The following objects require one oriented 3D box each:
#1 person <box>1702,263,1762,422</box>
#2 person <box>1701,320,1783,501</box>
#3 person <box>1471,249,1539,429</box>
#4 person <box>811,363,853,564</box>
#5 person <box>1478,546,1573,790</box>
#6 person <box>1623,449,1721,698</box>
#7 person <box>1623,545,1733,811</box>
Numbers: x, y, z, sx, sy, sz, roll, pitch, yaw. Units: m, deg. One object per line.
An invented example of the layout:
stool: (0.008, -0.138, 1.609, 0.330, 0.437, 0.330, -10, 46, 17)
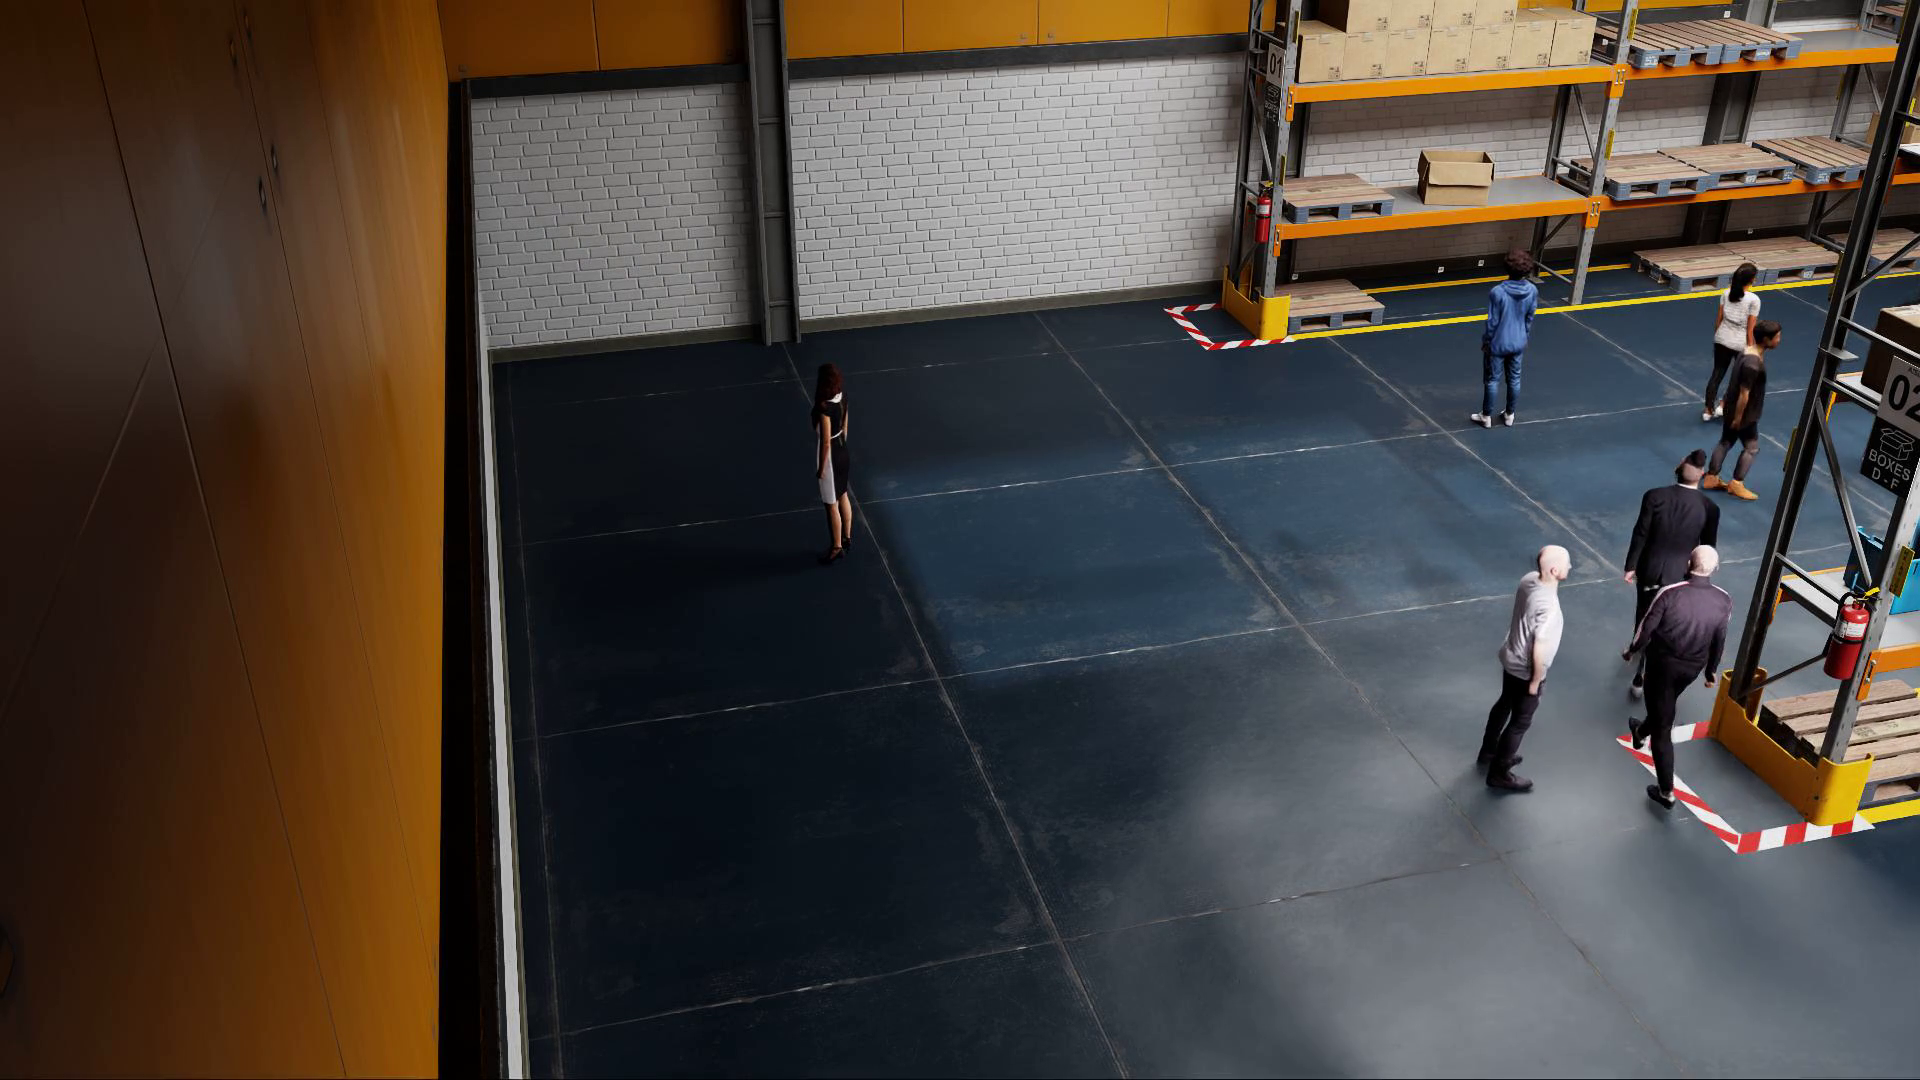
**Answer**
person: (7.574, -1.913, 16.418, 0.687, 1.630, 0.673, -19, 34, -31)
person: (6.996, -1.200, 15.040, 0.822, 1.698, 0.766, 6, 29, 11)
person: (5.372, -1.979, 16.351, 0.532, 1.811, 0.754, -4, 29, -7)
person: (-1.058, -0.642, 13.916, 0.676, 1.796, 0.644, 12, 31, 20)
person: (3.776, 0.830, 11.184, 0.694, 1.826, 0.734, 1, 29, 3)
person: (5.148, 0.264, 12.146, 1.229, 1.899, 1.300, 16, 32, 26)
person: (4.759, 0.945, 11.025, 1.239, 1.778, 0.939, -1, 29, -2)
